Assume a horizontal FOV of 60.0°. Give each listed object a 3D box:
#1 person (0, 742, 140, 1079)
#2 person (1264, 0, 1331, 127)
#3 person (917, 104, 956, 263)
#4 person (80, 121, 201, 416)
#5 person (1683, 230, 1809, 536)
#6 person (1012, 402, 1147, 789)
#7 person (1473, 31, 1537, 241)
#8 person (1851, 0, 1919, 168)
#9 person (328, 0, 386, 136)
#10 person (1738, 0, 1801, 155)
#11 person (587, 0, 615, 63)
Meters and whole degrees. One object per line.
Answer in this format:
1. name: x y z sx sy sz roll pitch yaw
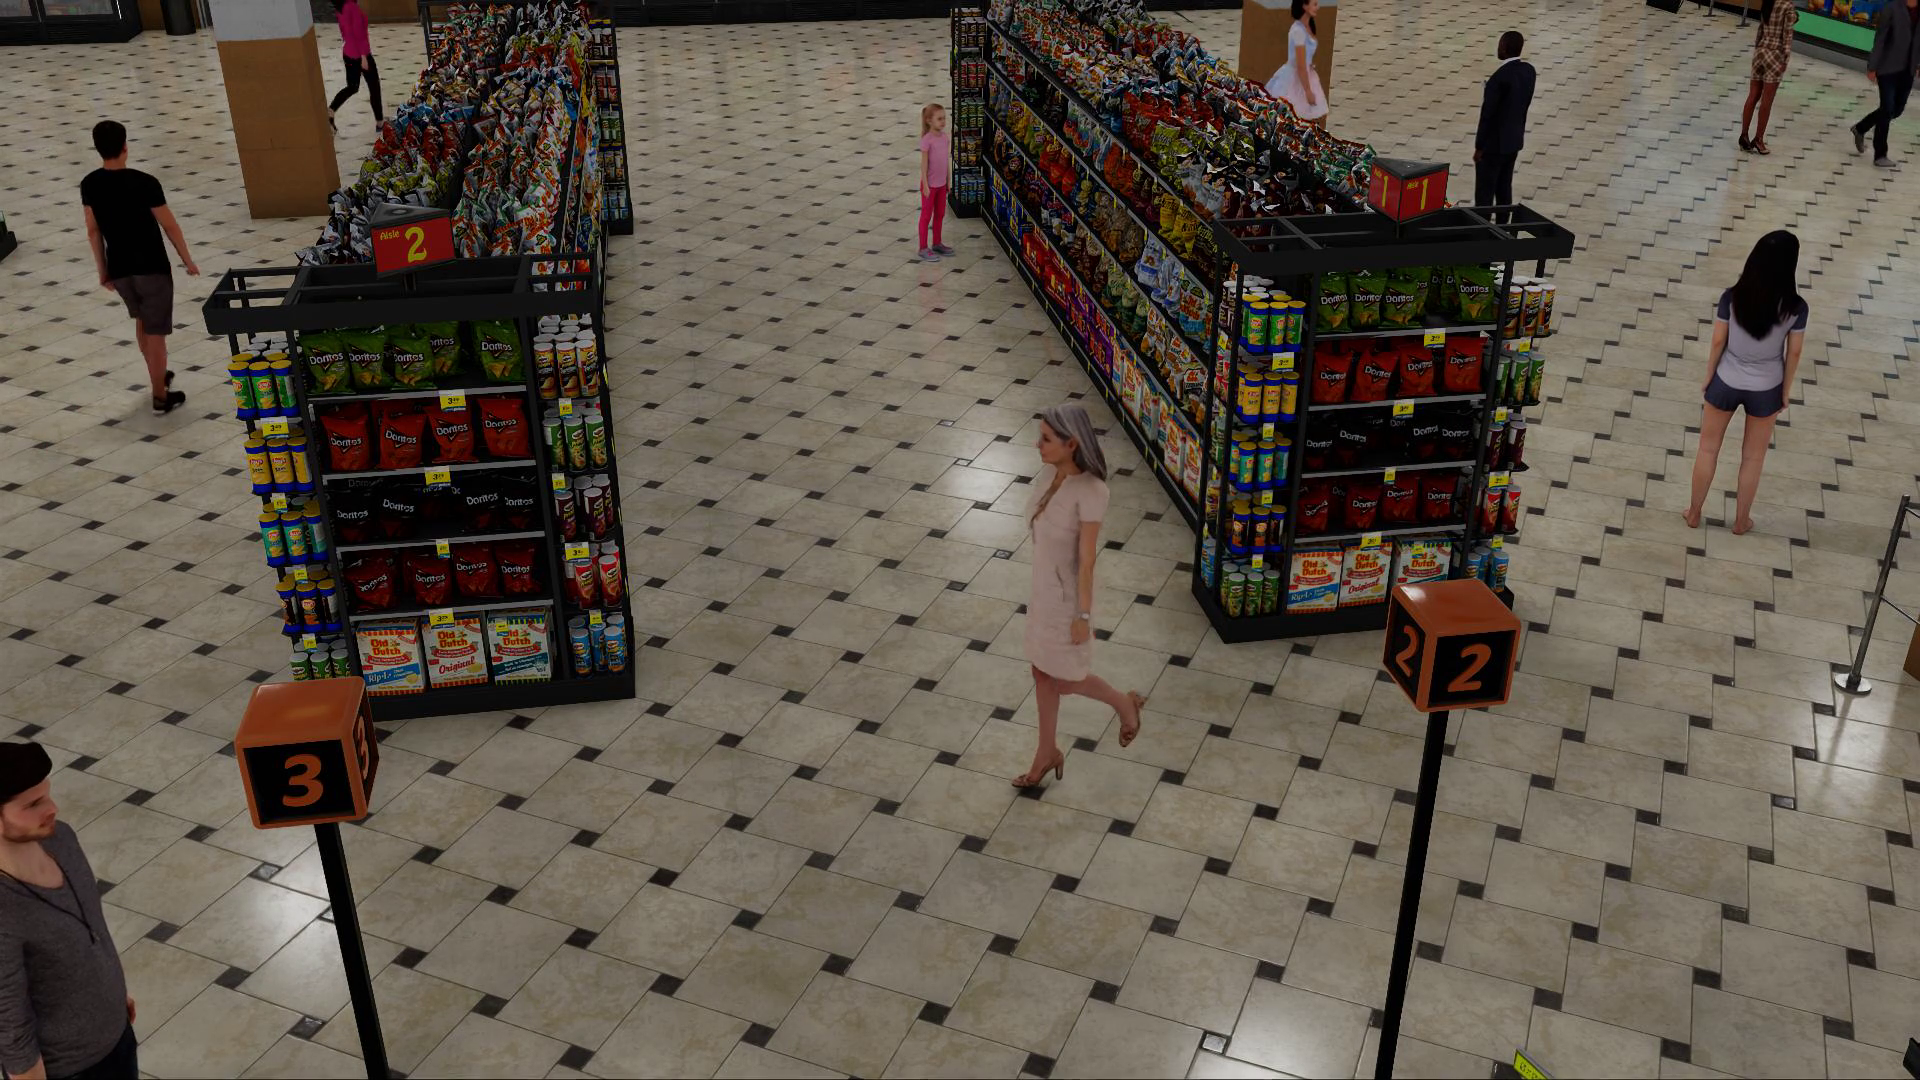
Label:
1. person: -2.394 1.359 4.461 0.771 1.903 0.508 -3 27 -5
2. person: 3.012 -4.146 15.470 1.169 1.764 1.202 13 30 24
3. person: -0.218 -2.943 13.645 0.615 1.269 0.562 21 33 35
4. person: -5.240 -1.682 10.526 0.802 1.841 0.924 2 27 4
5. person: 4.267 -0.852 9.039 0.668 1.705 0.694 13 29 23
6. person: 0.499 0.251 6.845 0.802 1.724 0.874 -12 29 -22
7. person: 4.405 -3.221 13.582 0.772 1.821 0.754 -18 32 -31
8. person: 9.146 -4.629 16.332 0.688 1.845 1.089 -4 27 -8
9. person: -6.346 -5.008 17.266 1.044 1.677 1.016 24 35 38
10. person: 8.137 -4.802 16.733 0.660 1.791 0.509 -7 28 -14
11. person: -4.579 -6.487 20.068 0.879 1.780 0.968 7 28 13
